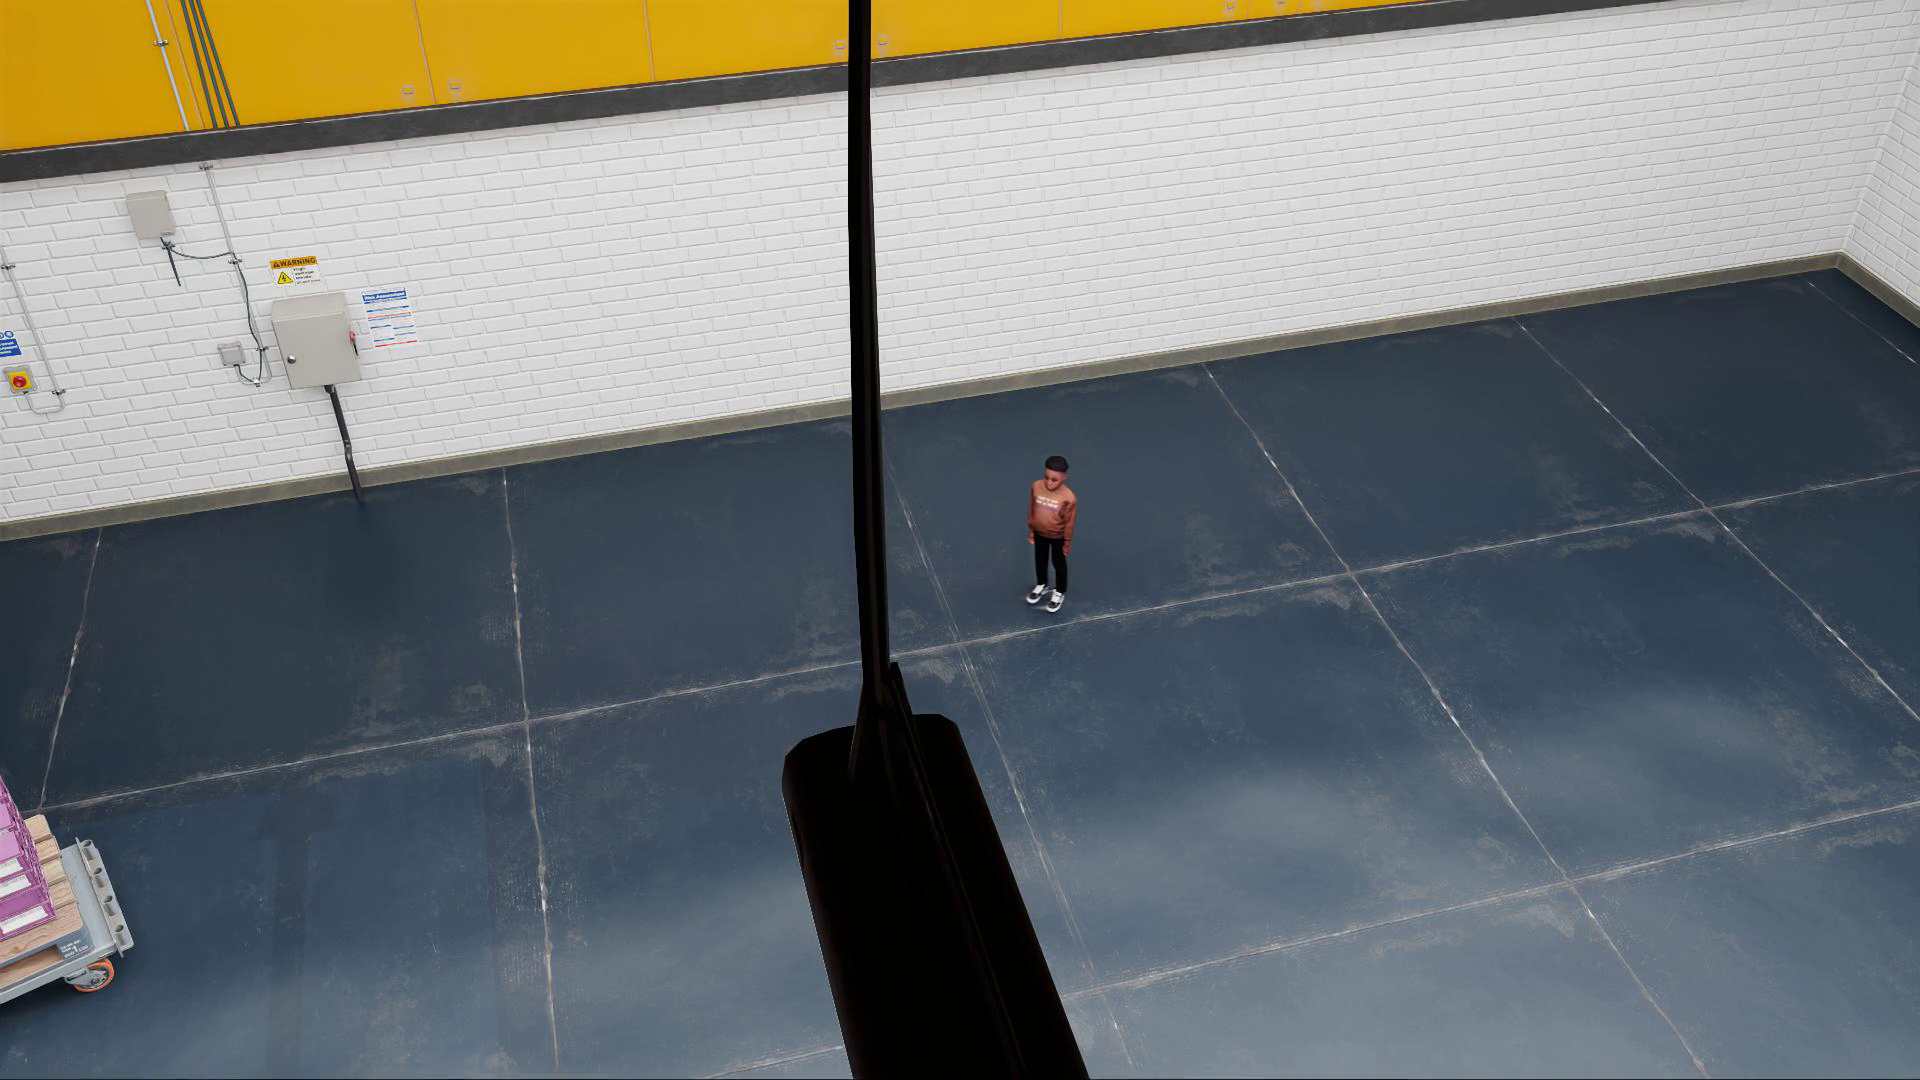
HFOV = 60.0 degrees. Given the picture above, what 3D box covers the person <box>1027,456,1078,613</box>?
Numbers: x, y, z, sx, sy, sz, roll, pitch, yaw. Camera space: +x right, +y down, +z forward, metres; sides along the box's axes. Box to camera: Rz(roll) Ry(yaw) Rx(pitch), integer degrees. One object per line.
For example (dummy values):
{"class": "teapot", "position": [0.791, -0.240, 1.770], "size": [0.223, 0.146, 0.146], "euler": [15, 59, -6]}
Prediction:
{"class": "person", "position": [0.646, -0.074, 11.625], "size": [0.582, 1.255, 0.649], "euler": [22, 44, 25]}
